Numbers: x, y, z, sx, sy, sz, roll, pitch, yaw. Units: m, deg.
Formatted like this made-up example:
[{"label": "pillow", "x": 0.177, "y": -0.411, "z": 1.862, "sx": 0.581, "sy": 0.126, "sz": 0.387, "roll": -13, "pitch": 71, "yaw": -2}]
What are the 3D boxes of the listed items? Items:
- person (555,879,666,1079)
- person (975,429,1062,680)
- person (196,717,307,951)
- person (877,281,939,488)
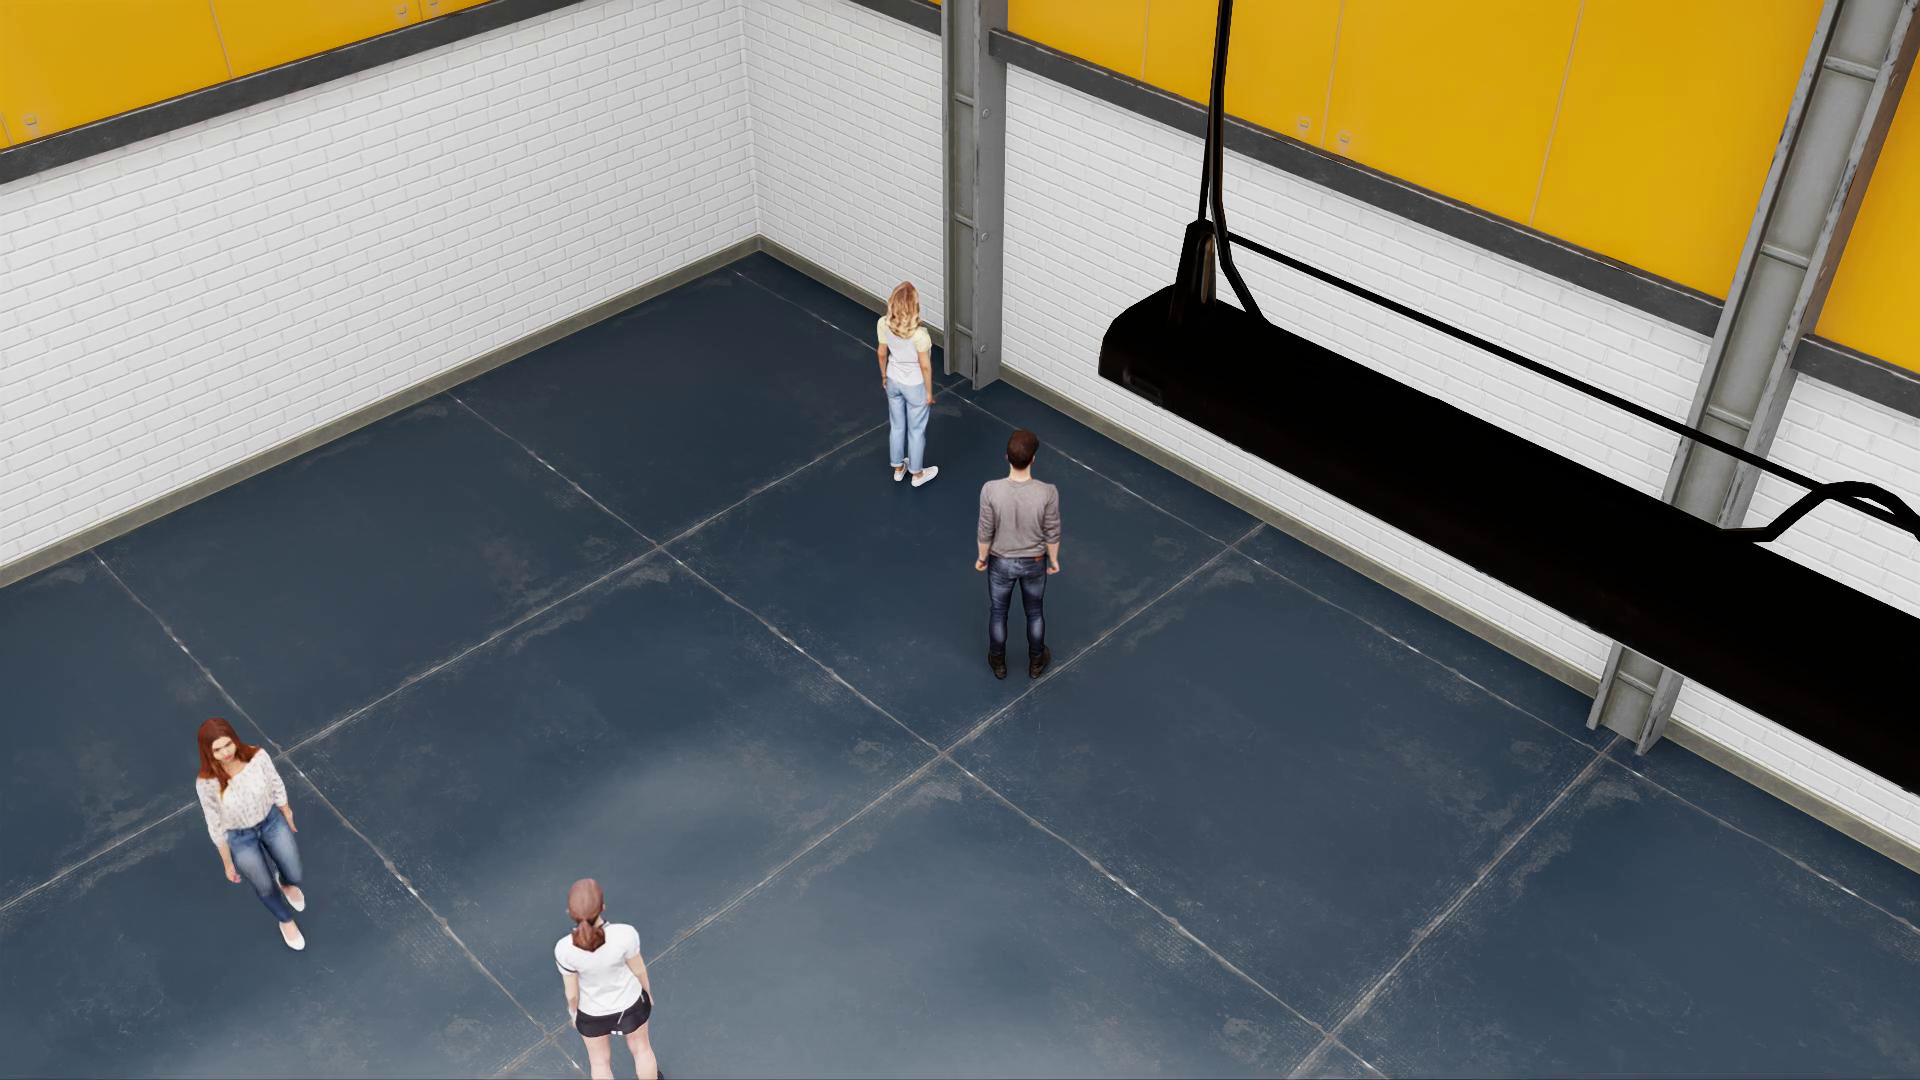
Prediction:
[{"label": "person", "x": -1.718, "y": 2.280, "z": 8.157, "sx": 0.653, "sy": 1.752, "sz": 0.685, "roll": -12, "pitch": 40, "yaw": -15}, {"label": "person", "x": 0.372, "y": 0.123, "z": 10.736, "sx": 0.767, "sy": 1.903, "sz": 0.834, "roll": 1, "pitch": 39, "yaw": 1}, {"label": "person", "x": -3.889, "y": 1.554, "z": 9.094, "sx": 0.643, "sy": 1.717, "sz": 0.712, "roll": -25, "pitch": 45, "yaw": -28}, {"label": "person", "x": -0.396, "y": -1.163, "z": 12.491, "sx": 0.563, "sy": 1.723, "sz": 0.738, "roll": 21, "pitch": 43, "yaw": 24}]
